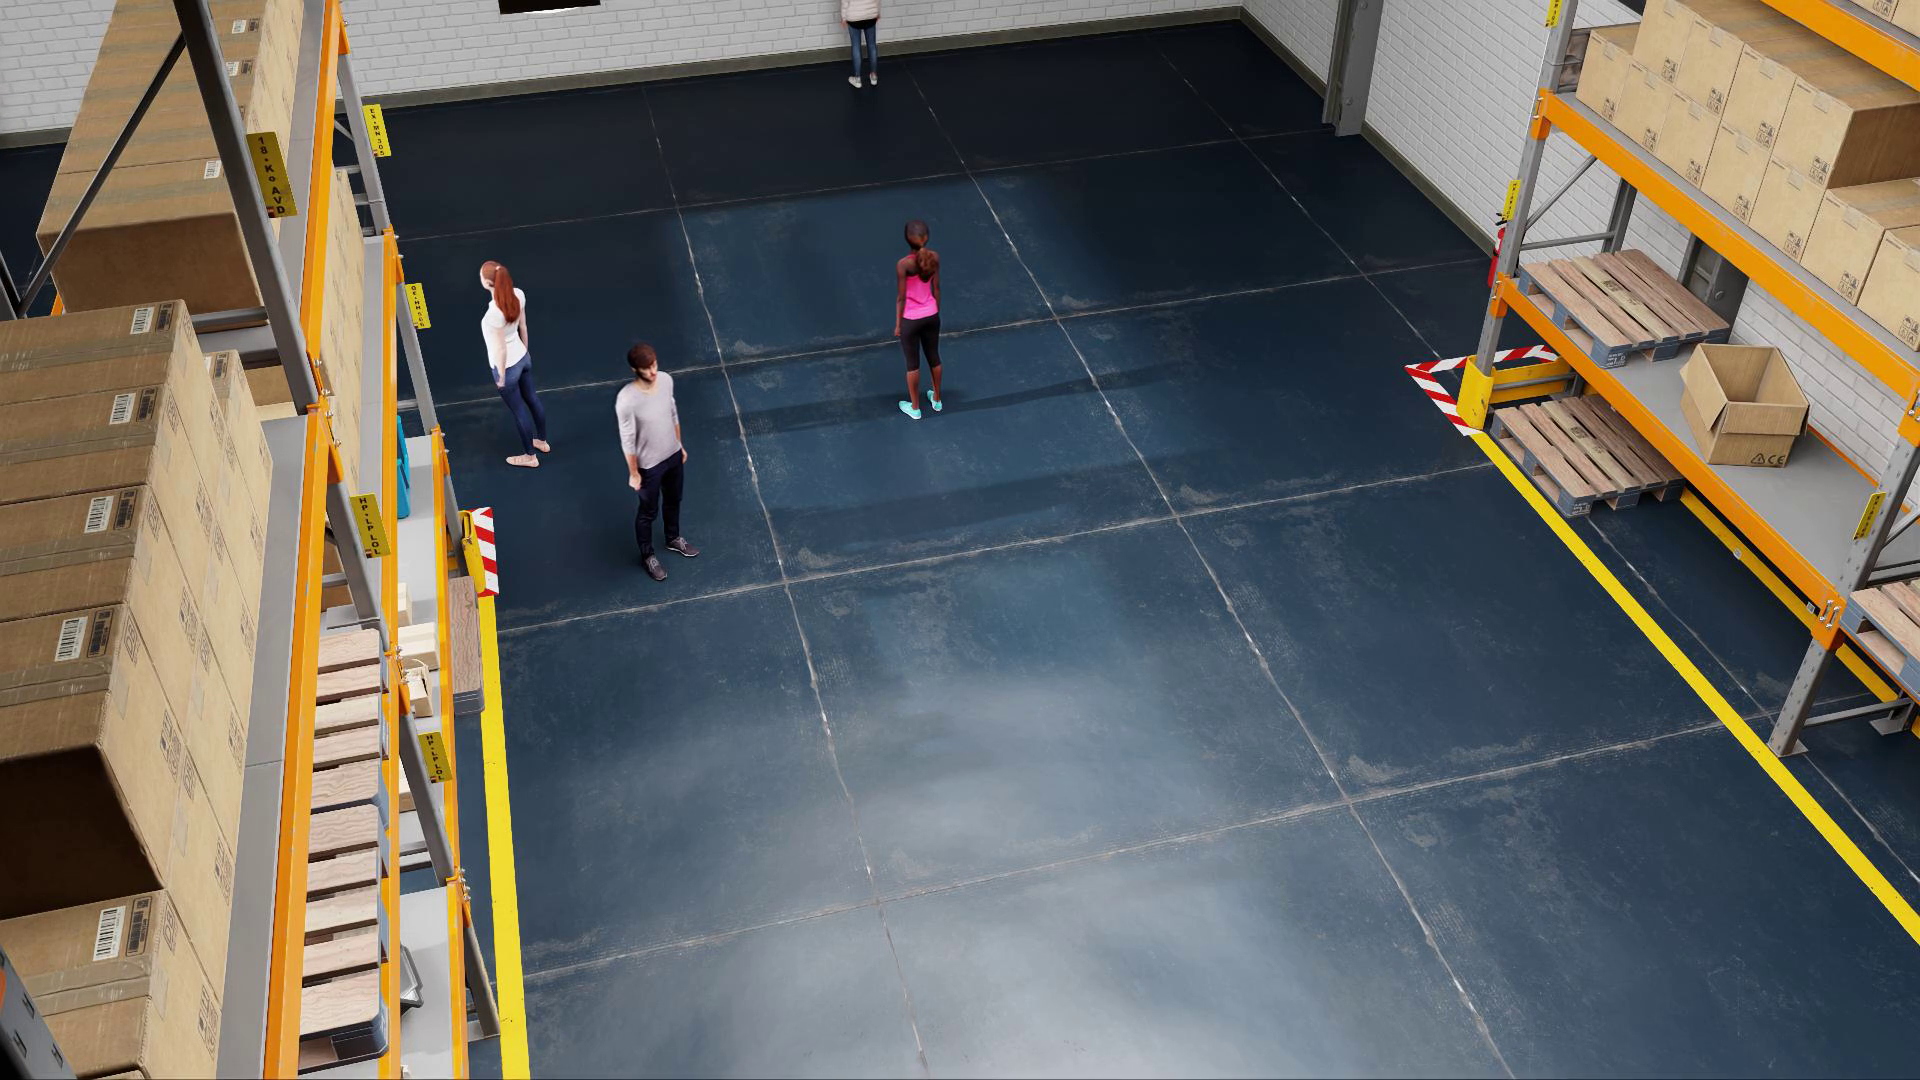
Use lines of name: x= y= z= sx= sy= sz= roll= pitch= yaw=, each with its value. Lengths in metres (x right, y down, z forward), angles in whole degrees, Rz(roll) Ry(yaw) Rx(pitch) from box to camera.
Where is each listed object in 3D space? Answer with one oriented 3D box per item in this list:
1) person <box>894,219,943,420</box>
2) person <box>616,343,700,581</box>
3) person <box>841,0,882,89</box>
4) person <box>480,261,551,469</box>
person: x=-0.326 y=-1.755 z=13.200 sx=0.626 sy=1.722 sz=0.626 roll=-20 pitch=43 yaw=-24
person: x=-2.133 y=-0.586 z=11.640 sx=0.749 sy=1.843 sz=0.728 roll=25 pitch=45 yaw=28
person: x=-1.087 y=-5.824 z=18.363 sx=0.631 sy=1.638 sz=0.566 roll=-13 pitch=40 yaw=-16
person: x=-3.397 y=-1.340 z=12.667 sx=0.721 sy=1.739 sz=0.632 roll=12 pitch=40 yaw=15
